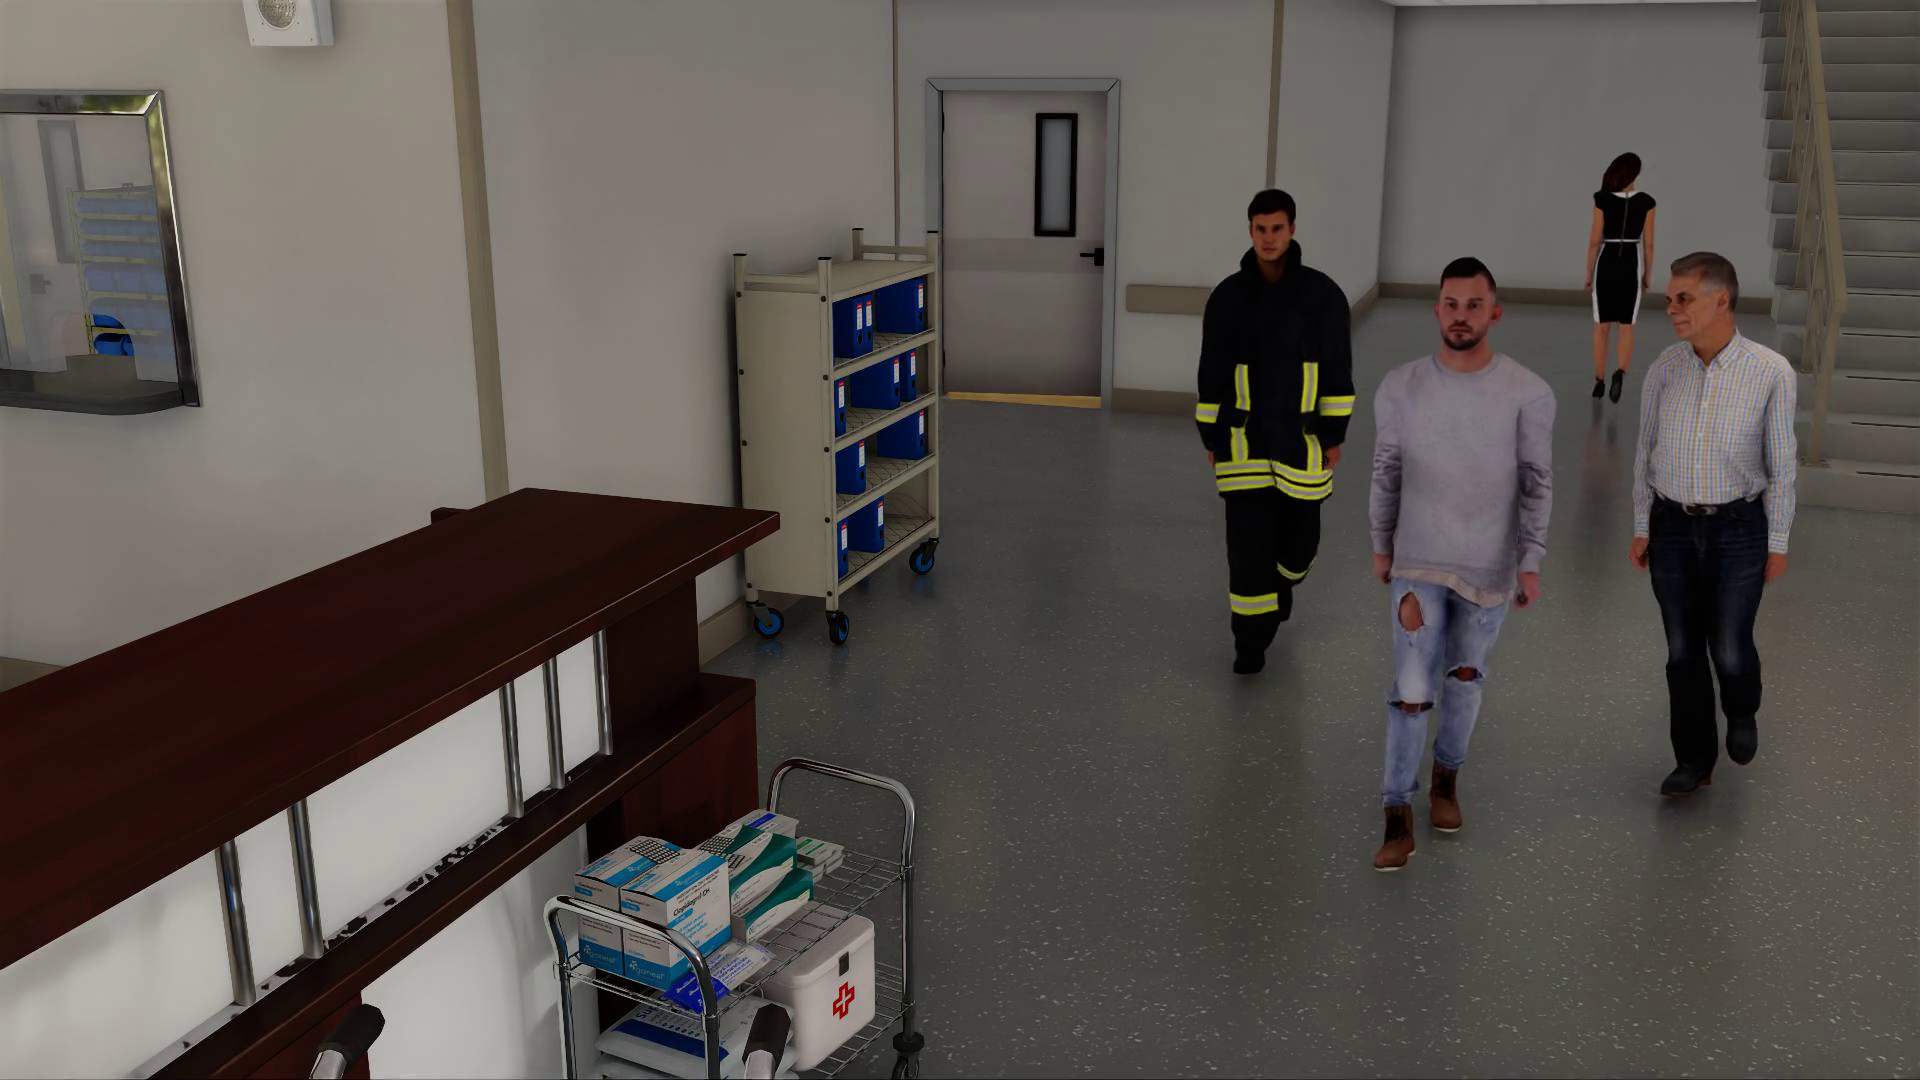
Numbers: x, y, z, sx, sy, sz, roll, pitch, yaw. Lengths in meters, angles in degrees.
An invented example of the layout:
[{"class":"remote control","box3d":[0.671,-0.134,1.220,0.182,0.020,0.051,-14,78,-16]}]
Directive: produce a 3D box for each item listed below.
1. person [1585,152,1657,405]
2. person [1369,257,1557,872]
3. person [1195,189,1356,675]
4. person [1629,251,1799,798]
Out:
[{"class":"person","box3d":[4.691,-1.832,11.846,0.584,1.783,0.933,5,17,19]},{"class":"person","box3d":[1.529,0.049,5.123,0.703,1.810,0.968,5,16,16]},{"class":"person","box3d":[1.271,-0.441,6.686,0.890,1.906,1.145,3,16,11]},{"class":"person","box3d":[2.489,-0.045,5.501,0.820,1.788,0.906,13,20,38]}]
